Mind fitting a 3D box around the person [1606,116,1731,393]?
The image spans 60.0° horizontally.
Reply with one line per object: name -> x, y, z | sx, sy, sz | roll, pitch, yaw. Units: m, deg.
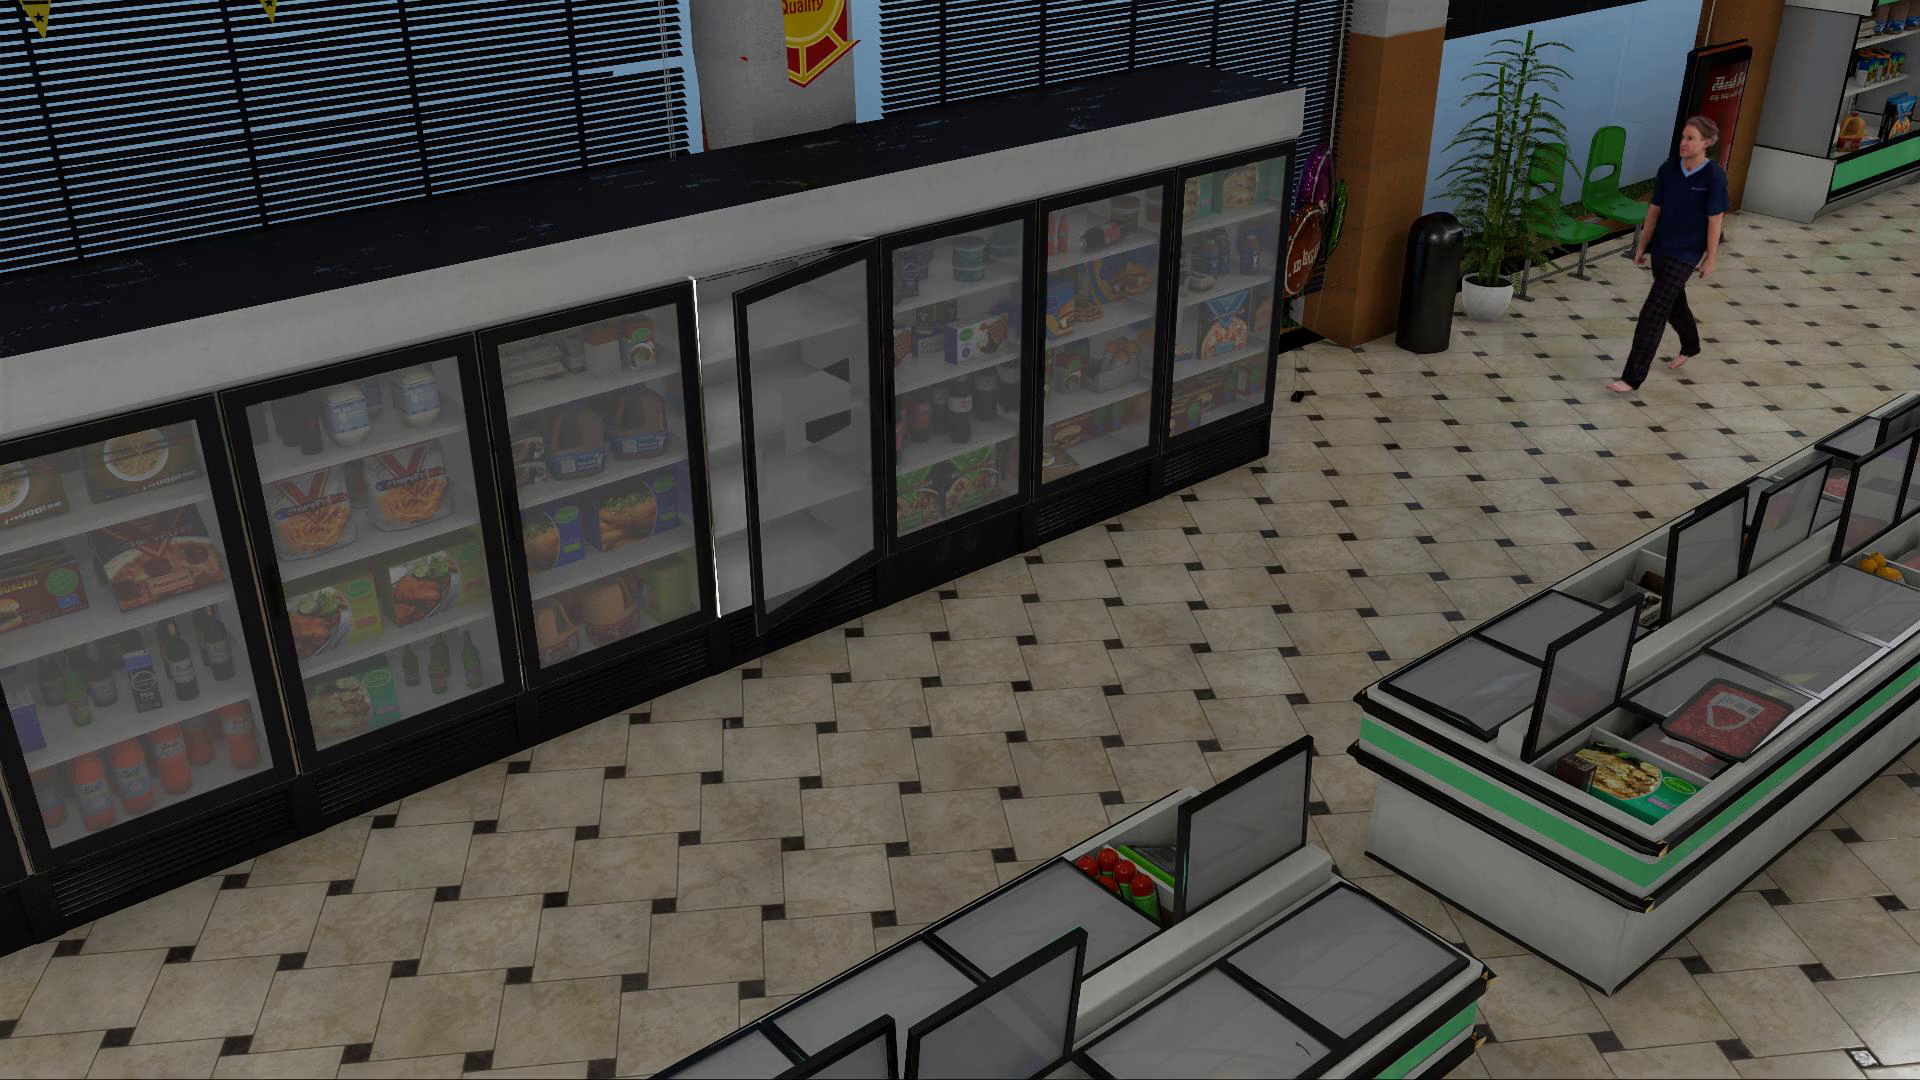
person -> 4.893, -1.913, 11.224 | 1.250, 1.824, 0.829 | -13, 30, -24
